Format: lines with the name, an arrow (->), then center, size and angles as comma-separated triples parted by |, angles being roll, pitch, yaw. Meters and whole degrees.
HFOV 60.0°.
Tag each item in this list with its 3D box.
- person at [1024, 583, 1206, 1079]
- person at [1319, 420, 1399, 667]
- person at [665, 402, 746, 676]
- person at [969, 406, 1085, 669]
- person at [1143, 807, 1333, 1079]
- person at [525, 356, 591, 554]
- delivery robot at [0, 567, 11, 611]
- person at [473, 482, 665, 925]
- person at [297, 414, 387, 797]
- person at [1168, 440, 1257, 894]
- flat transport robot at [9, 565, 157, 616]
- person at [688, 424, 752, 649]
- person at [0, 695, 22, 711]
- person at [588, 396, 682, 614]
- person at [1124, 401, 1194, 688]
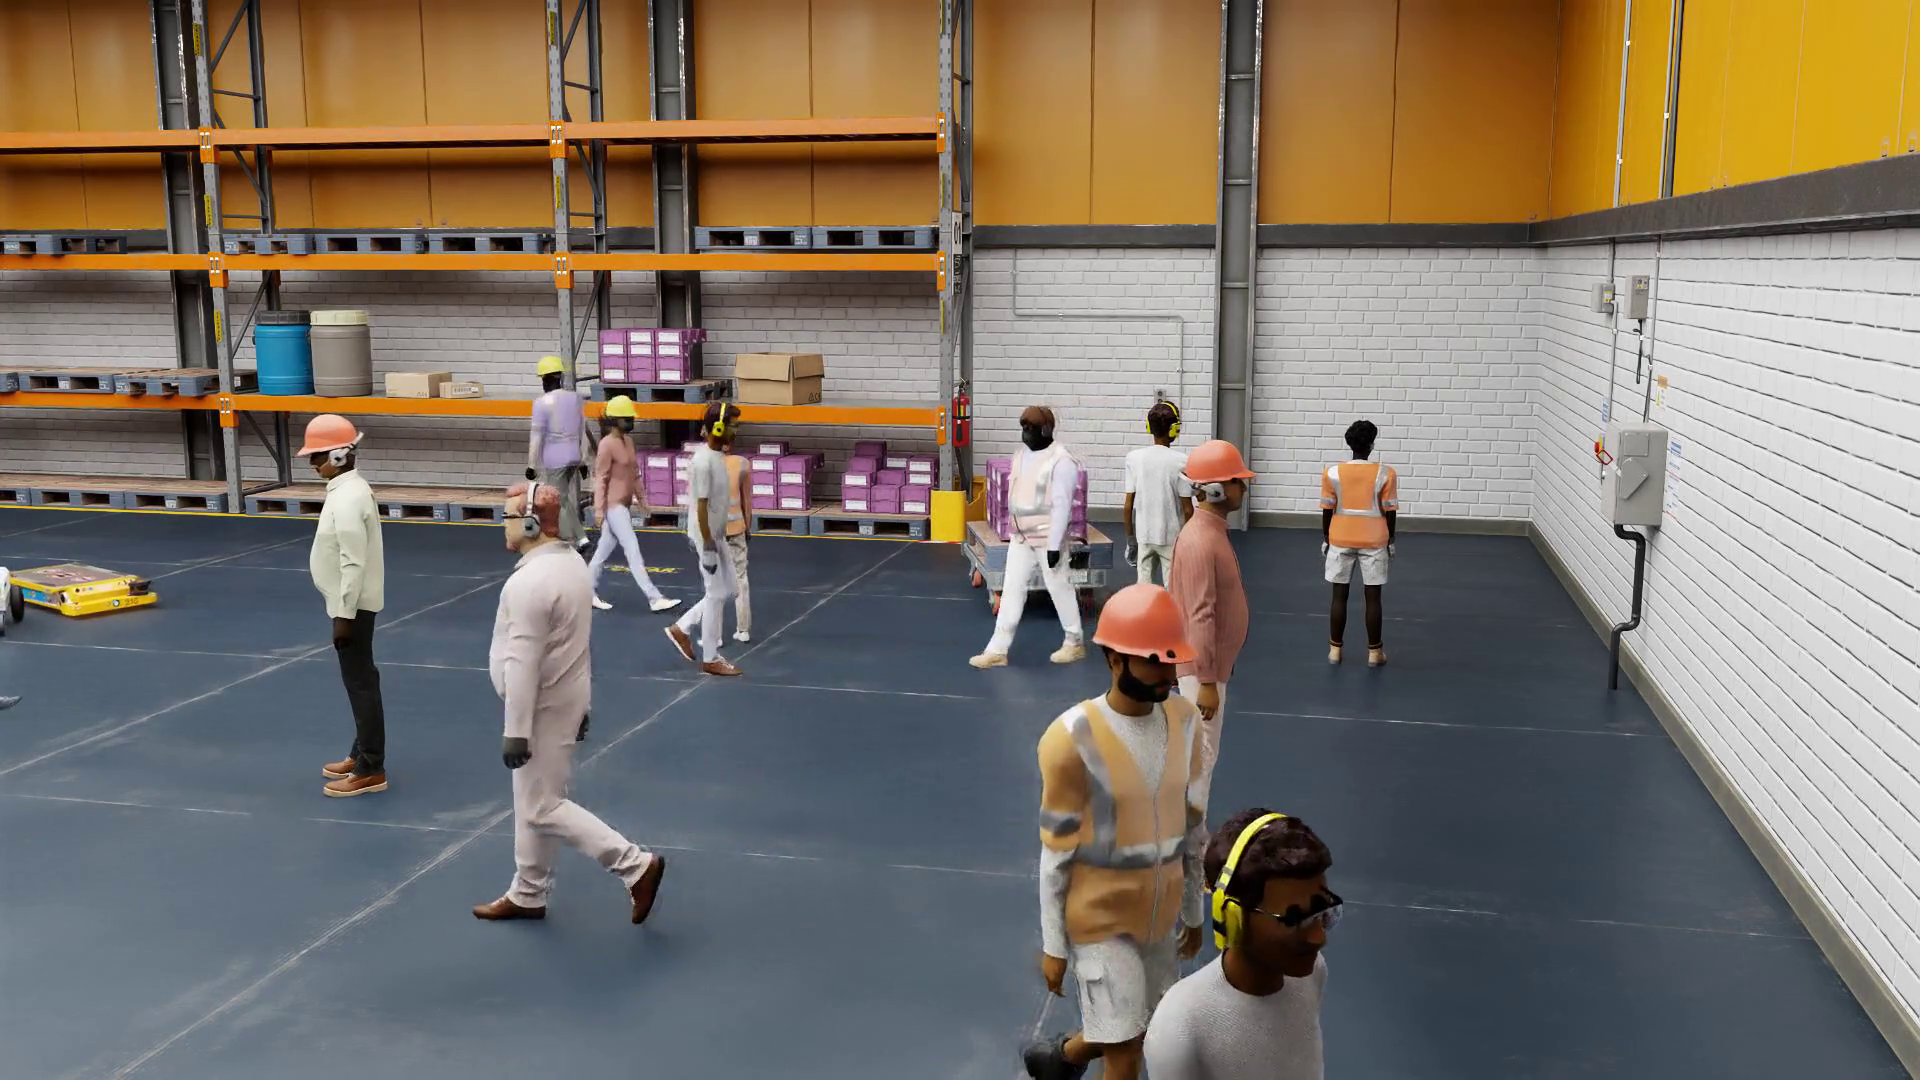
person -> 0.422, 1.034, 4.785 | 0.552, 1.914, 0.824 | -6, 11, -32
person -> 2.725, 0.026, 11.381 | 0.531, 1.692, 0.320 | 4, 10, 20
person -> -1.684, 0.000, 11.089 | 0.542, 1.848, 0.560 | 1, 10, 5
person -> 0.518, -0.017, 11.345 | 0.866, 1.798, 0.635 | -7, 12, -36
person -> 0.571, 1.381, 2.967 | 0.562, 1.814, 0.951 | -8, 13, -41
person -> -3.702, -0.733, 15.263 | 0.454, 1.903, 0.582 | 5, 11, 25
delivery robot -> -7.336, 0.361, 12.466 | 0.477, 0.478, 0.707 | -5, 11, -26
person -> -1.648, 0.695, 6.855 | 0.772, 1.886, 0.648 | 0, 10, 0
person -> -3.199, 0.333, 8.683 | 0.385, 1.990, 0.608 | -3, 10, -19
person -> 1.102, 0.551, 7.370 | 0.374, 1.997, 0.614 | 2, 10, 10
flat transport robot -> -7.200, 0.384, 13.465 | 1.431, 0.197, 0.652 | 7, 12, 35
person -> -1.719, -0.041, 11.935 | 0.517, 1.638, 0.316 | -7, 12, -37
person -> -6.215, 0.248, 9.821 | 0.996, 1.792, 0.615 | -4, 10, -21
person -> -2.633, -0.276, 13.074 | 0.898, 1.711, 0.545 | 2, 10, 11
person -> 1.310, 0.030, 10.836 | 0.520, 1.871, 0.326 | 6, 11, 31
